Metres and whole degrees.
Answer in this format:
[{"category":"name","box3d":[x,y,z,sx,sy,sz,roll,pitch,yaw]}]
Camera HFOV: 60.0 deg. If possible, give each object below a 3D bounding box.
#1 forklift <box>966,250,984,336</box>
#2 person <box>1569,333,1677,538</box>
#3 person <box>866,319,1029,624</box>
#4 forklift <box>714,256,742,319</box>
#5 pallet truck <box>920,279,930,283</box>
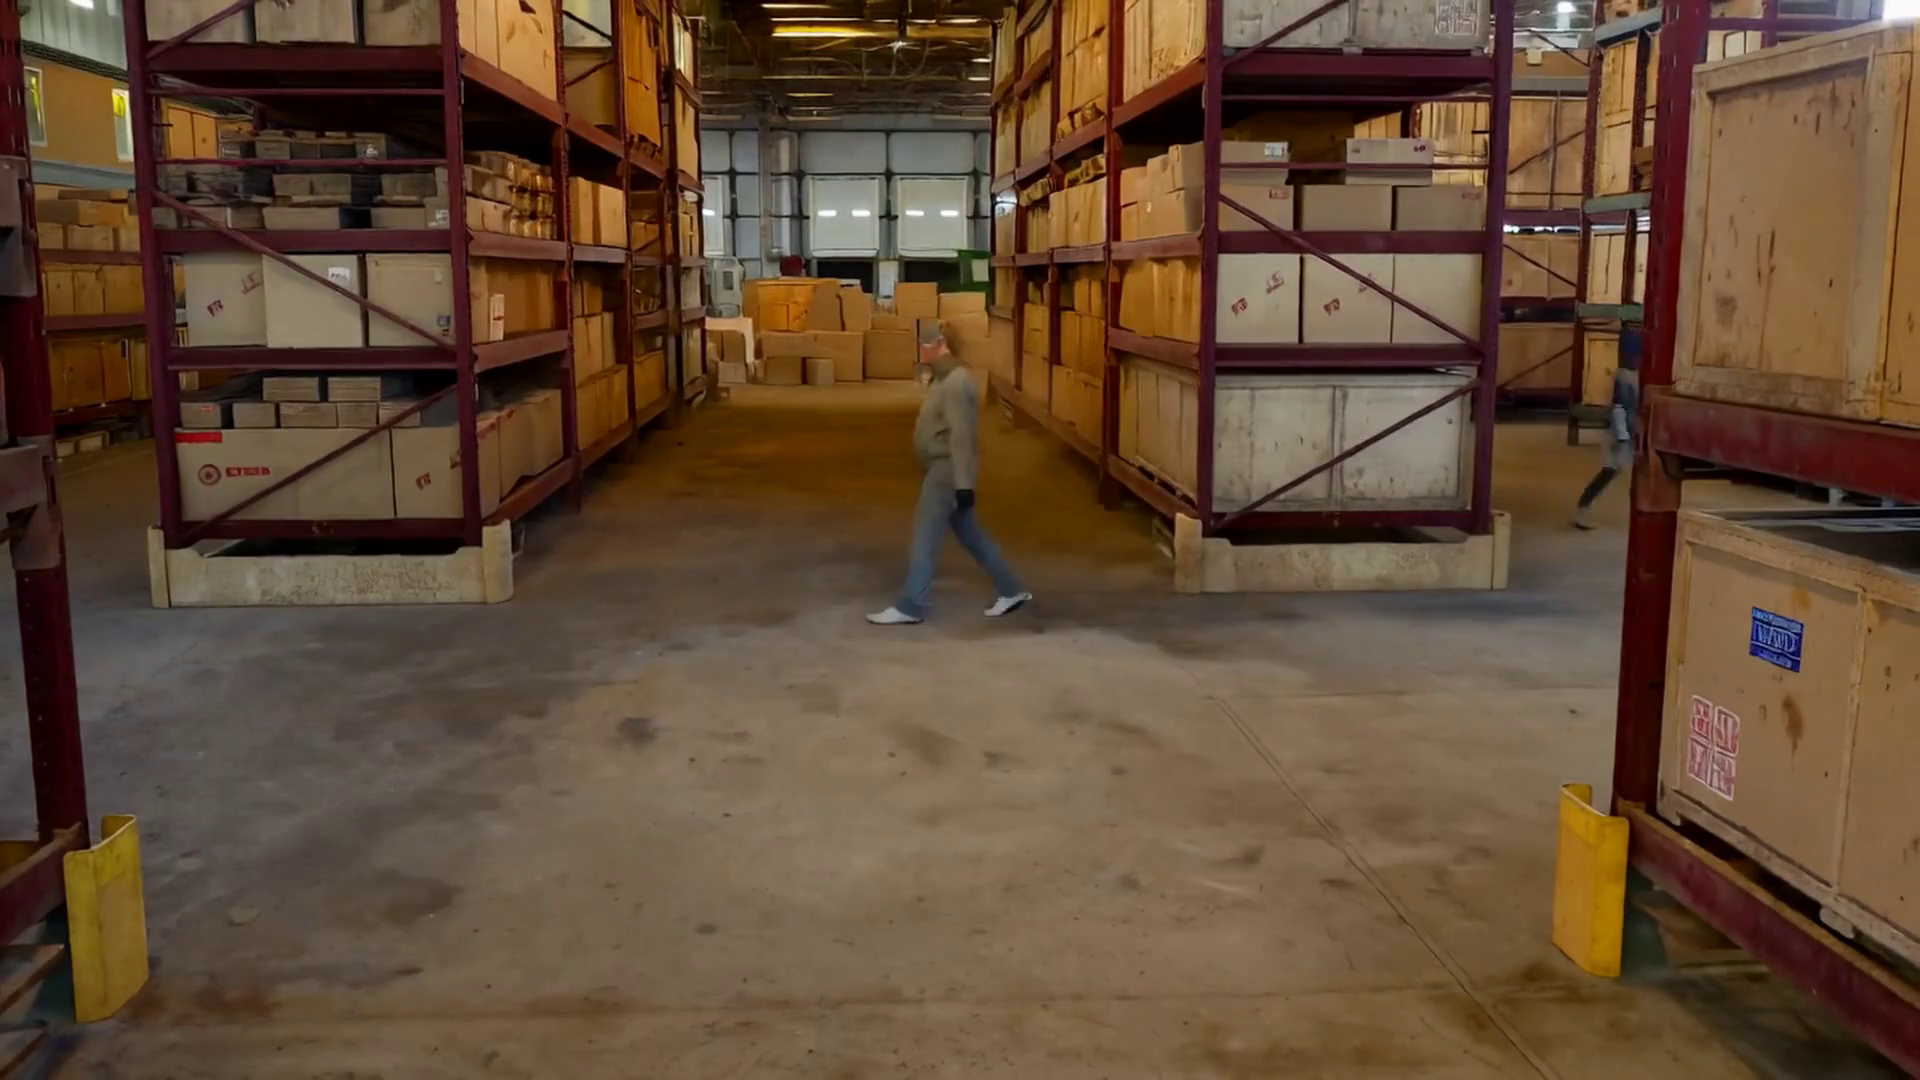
[{"category":"forklift","box3d":[0.636,-6.855,47.373,1.129,2.768,1.873,2,9,13]},{"category":"person","box3d":[5.418,-0.860,13.560,0.541,1.657,0.874,-8,12,-40]},{"category":"person","box3d":[-0.039,-0.414,10.133,0.994,1.864,0.664,-1,9,-3]},{"category":"forklift","box3d":[-8.560,-9.153,61.804,1.129,2.768,1.873,-1,9,-4]},{"category":"pallet truck","box3d":[-0.932,-8.922,63.114,1.885,1.965,0.823,2,9,13]}]
